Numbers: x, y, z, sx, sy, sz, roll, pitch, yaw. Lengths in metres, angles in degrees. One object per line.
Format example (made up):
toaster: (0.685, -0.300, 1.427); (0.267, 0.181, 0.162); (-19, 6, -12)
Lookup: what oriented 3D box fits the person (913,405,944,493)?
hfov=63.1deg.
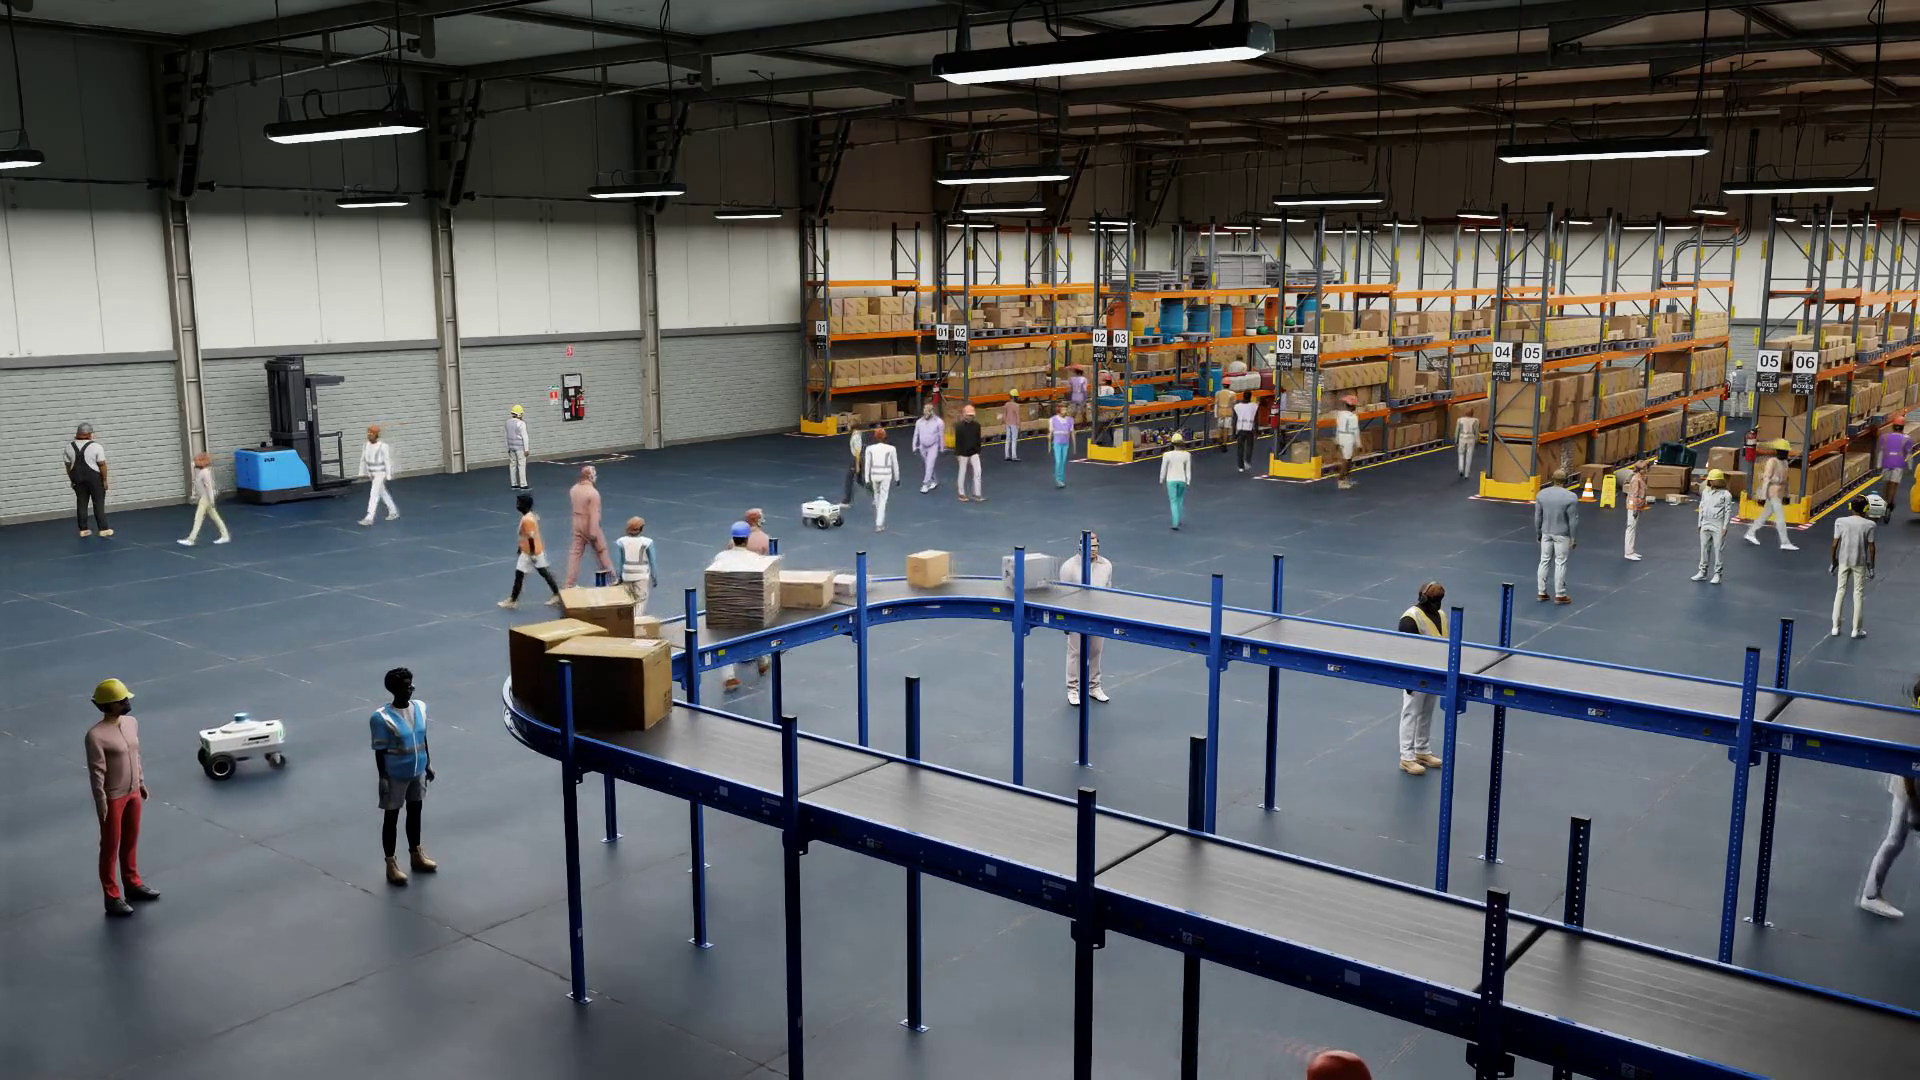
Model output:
person: (-0.668, -1.963, 33.308); (0.662, 1.860, 1.007); (5, 11, 25)

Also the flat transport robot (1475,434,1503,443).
flat transport robot: (14.605, -2.772, 42.422); (1.431, 0.197, 0.652); (-3, 11, -17)

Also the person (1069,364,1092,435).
person: (3.368, -3.953, 44.125); (0.635, 1.982, 1.067); (7, 12, 35)

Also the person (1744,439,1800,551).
person: (13.898, -0.804, 26.707); (0.602, 1.885, 0.971); (-8, 13, -38)

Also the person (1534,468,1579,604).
person: (8.528, -0.064, 22.367); (0.359, 1.937, 0.635); (-9, 13, -41)

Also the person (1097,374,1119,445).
person: (3.933, -3.509, 41.914); (0.983, 1.896, 0.563); (-6, 11, -29)

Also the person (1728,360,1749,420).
person: (24.070, -4.641, 48.429); (0.598, 1.830, 0.403); (0, 10, 1)

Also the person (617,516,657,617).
person: (-4.182, 0.502, 20.116); (0.524, 1.611, 0.754); (2, 10, 13)

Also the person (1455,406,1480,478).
person: (11.476, -2.215, 35.375); (0.548, 1.619, 0.559); (4, 11, 20)

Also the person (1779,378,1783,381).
person: (23.995, -4.317, 46.382); (0.648, 1.908, 0.819); (-5, 11, -27)

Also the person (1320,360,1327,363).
person: (12.153, -5.506, 52.834); (0.375, 1.997, 0.612); (-9, 14, -42)

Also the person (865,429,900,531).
person: (-1.415, -1.115, 28.585); (0.586, 1.831, 0.970); (3, 10, 15)

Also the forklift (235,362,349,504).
forklift: (-13.803, -2.244, 32.110); (1.129, 2.768, 1.873); (8, 13, 37)

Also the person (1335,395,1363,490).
person: (8.415, -2.086, 33.523); (0.803, 2.016, 0.652); (-4, 11, -21)

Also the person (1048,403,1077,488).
person: (2.248, -2.025, 33.700); (0.602, 1.824, 0.692); (-4, 11, -23)

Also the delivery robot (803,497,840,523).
delivery robot: (-2.568, -0.555, 28.883); (0.707, 0.478, 0.477); (7, 12, 36)

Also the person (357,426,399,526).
person: (-10.883, -1.222, 29.221); (0.581, 1.836, 1.005); (6, 12, 31)

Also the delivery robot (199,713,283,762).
delivery robot: (-6.892, 1.908, 15.019); (0.707, 0.478, 0.477); (-6, 12, -33)

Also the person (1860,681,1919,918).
person: (7.138, 1.930, 11.466); (0.566, 1.829, 0.852); (-9, 13, -41)

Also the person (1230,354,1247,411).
person: (9.101, -5.167, 51.219); (0.645, 1.902, 0.991); (9, 14, 42)

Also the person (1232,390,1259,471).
person: (6.672, -2.564, 36.541); (0.621, 1.895, 0.581); (3, 10, 16)

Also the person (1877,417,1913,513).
person: (18.120, -1.447, 30.322); (0.565, 1.885, 1.018); (9, 14, 42)

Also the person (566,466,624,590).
person: (-5.463, -0.173, 23.221); (0.648, 1.855, 0.999); (8, 13, 37)

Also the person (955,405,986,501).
person: (0.218, -1.744, 31.753); (0.643, 1.955, 0.893); (-6, 12, -29)

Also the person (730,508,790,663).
person: (-2.435, 0.532, 19.187); (0.679, 1.868, 0.903); (6, 12, 29)

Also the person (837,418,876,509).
person: (-1.986, -1.528, 31.005); (0.882, 1.812, 0.511); (1, 10, 3)

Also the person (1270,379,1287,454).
person: (8.080, -3.120, 39.600); (0.496, 1.924, 0.569); (-6, 12, -31)

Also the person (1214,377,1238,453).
person: (6.882, -3.236, 40.326); (0.557, 1.907, 0.828); (5, 11, 26)

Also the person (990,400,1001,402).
person: (1.024, -4.159, 45.597); (0.328, 1.876, 0.515); (-9, 14, -42)

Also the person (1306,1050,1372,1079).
person: (1.441, 2.859, 5.964); (0.566, 1.917, 0.555); (7, 12, 34)

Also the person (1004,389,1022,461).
person: (1.307, -2.819, 38.364); (0.327, 1.767, 0.533); (-8, 13, -39)

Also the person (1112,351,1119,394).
person: (5.300, -5.561, 53.233); (0.367, 1.965, 0.604); (-4, 11, -22)

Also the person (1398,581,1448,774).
person: (4.459, 1.299, 14.992); (0.621, 1.837, 0.429); (-9, 13, -41)

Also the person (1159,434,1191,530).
person: (3.920, -1.086, 28.718); (0.527, 1.733, 0.845); (-2, 10, -13)

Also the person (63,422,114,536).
person: (-15.492, -1.070, 27.861); (0.687, 2.000, 0.535); (0, 10, -1)

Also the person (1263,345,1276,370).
person: (11.448, -6.243, 57.475); (0.611, 1.829, 0.481); (1, 10, 8)

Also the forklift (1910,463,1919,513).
forklift: (19.034, -1.348, 28.998); (2.313, 2.155, 1.214); (8, 13, 37)

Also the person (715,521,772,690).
person: (-2.494, 0.722, 18.040); (0.643, 1.897, 0.970); (3, 11, 17)

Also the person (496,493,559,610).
person: (-6.038, 0.149, 21.995); (0.911, 1.647, 0.538); (-1, 10, -7)

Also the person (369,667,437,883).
person: (-4.394, 1.833, 12.370); (0.320, 1.697, 0.531); (6, 12, 30)

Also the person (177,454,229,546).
person: (-13.047, -0.693, 26.898); (0.861, 1.588, 0.505); (-7, 12, -33)

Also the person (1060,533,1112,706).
person: (1.416, 0.858, 17.268); (0.641, 1.908, 0.407); (-5, 11, -25)

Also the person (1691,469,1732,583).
person: (11.447, -0.217, 23.787); (0.317, 1.741, 0.493); (-6, 12, -31)

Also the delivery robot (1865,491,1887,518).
delivery robot: (17.274, -0.679, 29.581); (0.477, 0.478, 0.707); (4, 11, 21)

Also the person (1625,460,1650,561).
person: (11.090, -0.499, 25.661); (0.314, 1.639, 0.515); (6, 12, 29)

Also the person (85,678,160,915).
person: (-6.311, 1.905, 11.761); (0.296, 1.772, 0.533); (1, 10, 7)

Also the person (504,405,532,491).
person: (-9.429, -1.972, 33.405); (0.600, 1.829, 0.404); (6, 12, 29)

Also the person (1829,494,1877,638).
person: (11.613, 0.329, 20.356); (0.532, 1.868, 0.310); (9, 13, 40)
